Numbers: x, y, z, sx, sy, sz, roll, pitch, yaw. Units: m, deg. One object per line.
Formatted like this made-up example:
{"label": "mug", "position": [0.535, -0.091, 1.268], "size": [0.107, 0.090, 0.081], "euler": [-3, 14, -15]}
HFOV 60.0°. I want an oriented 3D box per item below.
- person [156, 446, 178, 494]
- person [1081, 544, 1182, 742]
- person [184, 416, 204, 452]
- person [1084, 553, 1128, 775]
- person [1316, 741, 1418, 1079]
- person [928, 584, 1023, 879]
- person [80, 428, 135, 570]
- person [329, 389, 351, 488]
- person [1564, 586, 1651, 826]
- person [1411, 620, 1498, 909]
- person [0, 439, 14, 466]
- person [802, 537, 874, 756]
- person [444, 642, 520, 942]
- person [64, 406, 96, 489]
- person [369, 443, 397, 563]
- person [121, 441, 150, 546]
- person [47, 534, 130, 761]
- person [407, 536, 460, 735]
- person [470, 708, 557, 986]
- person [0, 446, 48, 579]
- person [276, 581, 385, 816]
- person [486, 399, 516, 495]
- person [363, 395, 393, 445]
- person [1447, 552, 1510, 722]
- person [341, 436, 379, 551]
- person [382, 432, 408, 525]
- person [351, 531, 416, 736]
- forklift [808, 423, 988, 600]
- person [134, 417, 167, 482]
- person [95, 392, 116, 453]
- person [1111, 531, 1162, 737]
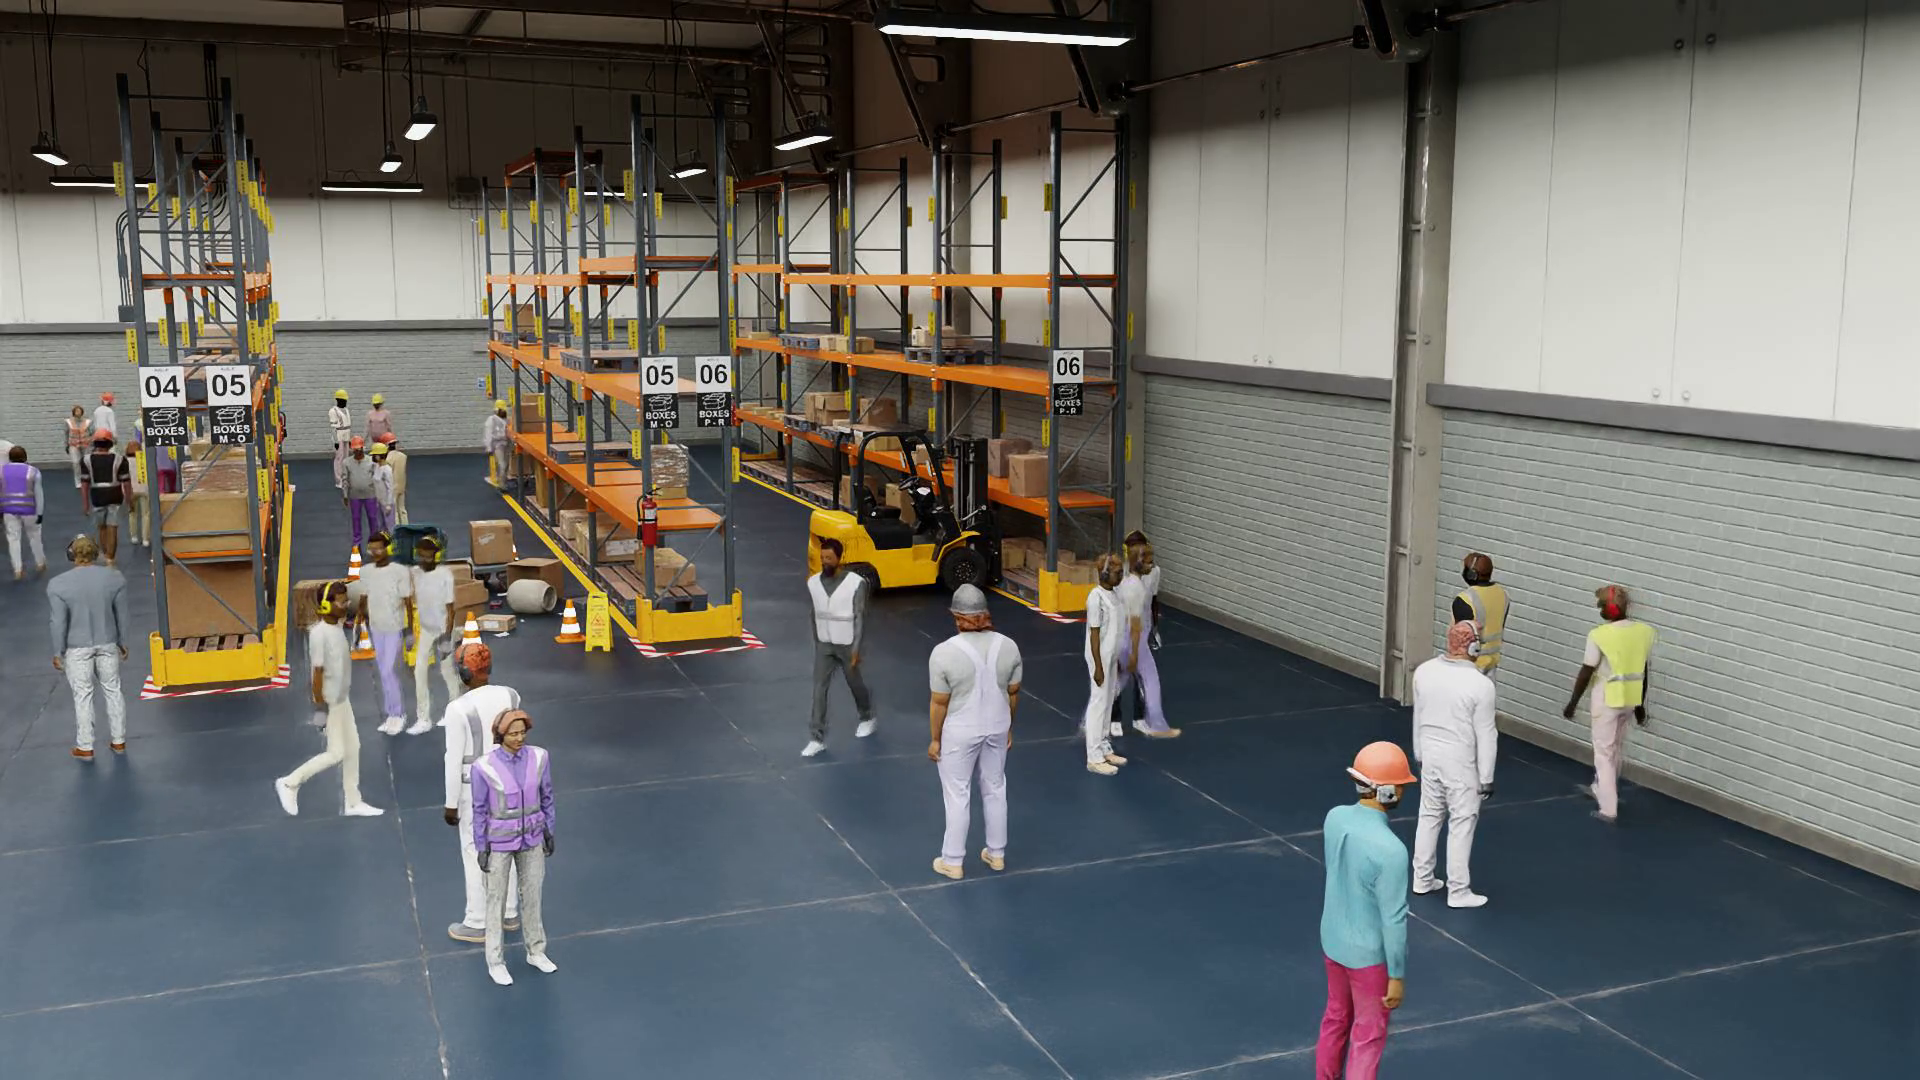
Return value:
{"label": "person", "position": [-13.670, -1.197, 28.592], "size": [0.505, 1.599, 0.814], "euler": [-4, 10, -25]}
{"label": "person", "position": [1.507, 0.915, 14.662], "size": [0.920, 1.804, 0.508], "euler": [-3, 10, -21]}
{"label": "person", "position": [-16.618, -2.494, 35.860], "size": [0.585, 1.885, 0.348], "euler": [-5, 10, -27]}
{"label": "person", "position": [1.221, 1.018, 13.861], "size": [0.345, 1.845, 0.508], "euler": [4, 10, 22]}
{"label": "person", "position": [1.916, 1.912, 7.804], "size": [0.406, 1.987, 0.608], "euler": [-3, 10, -20]}
{"label": "person", "position": [0.055, 1.298, 11.477], "size": [0.682, 2.000, 0.537], "euler": [-5, 10, -27]}
{"label": "person", "position": [-11.894, -0.563, 23.269], "size": [0.626, 2.010, 0.830], "euler": [-3, 9, -16]}
{"label": "person", "position": [-12.034, -1.970, 32.398], "size": [0.361, 1.929, 0.587], "euler": [1, 9, 7]}
{"label": "person", "position": [4.858, 1.224, 12.690], "size": [0.594, 1.805, 0.741], "euler": [-4, 10, -25]}
{"label": "person", "position": [3.253, 1.460, 10.912], "size": [0.397, 1.899, 0.660], "euler": [-6, 11, -33]}
{"label": "person", "position": [-14.756, -0.849, 25.407], "size": [0.405, 1.911, 0.636], "euler": [8, 12, 42]}
{"label": "person", "position": [-1.045, 0.887, 14.606], "size": [0.598, 1.875, 0.989], "euler": [4, 10, 23]}
{"label": "person", "position": [-2.976, 1.557, 10.371], "size": [0.369, 1.879, 0.581], "euler": [5, 10, 29]}
{"label": "person", "position": [-17.014, -1.782, 32.181], "size": [0.531, 1.606, 0.765], "euler": [-6, 11, -32]}
{"label": "person", "position": [-8.213, -0.508, 23.706], "size": [0.330, 1.769, 0.526], "euler": [-6, 11, -35]}
{"label": "person", "position": [-12.627, -0.721, 25.561], "size": [0.516, 1.604, 0.759], "euler": [-4, 10, -24]}
{"label": "person", "position": [-7.431, 0.912, 14.224], "size": [0.363, 1.939, 0.636], "euler": [8, 12, 43]}
{"label": "person", "position": [-4.749, 0.850, 15.012], "size": [0.536, 1.809, 0.804], "euler": [4, 10, 22]}
{"label": "person", "position": [-2.614, 1.778, 9.749], "size": [0.514, 1.632, 0.312], "euler": [-8, 12, -42]}
{"label": "person", "position": [-12.929, -0.402, 22.926], "size": [0.629, 1.792, 0.962], "euler": [-3, 10, -18]}
{"label": "person", "position": [-4.799, 1.219, 12.598], "size": [0.683, 1.853, 0.515], "euler": [0, 9, -2]}
{"label": "person", "position": [-8.566, -1.731, 31.229], "size": [0.523, 1.811, 0.601], "euler": [5, 10, 28]}
{"label": "person", "position": [-11.792, -2.067, 33.684], "size": [0.539, 1.717, 0.920], "euler": [1, 9, 8]}
{"label": "person", "position": [4.278, 1.015, 13.880], "size": [0.625, 1.846, 0.429], "euler": [-7, 12, -38]}
{"label": "person", "position": [-8.977, -0.693, 24.946], "size": [0.568, 1.746, 0.343], "euler": [-2, 9, -11]}
{"label": "person", "position": [-8.665, -0.771, 25.405], "size": [0.335, 1.747, 0.573], "euler": [2, 9, 14]}
{"label": "person", "position": [-5.221, 0.840, 14.972], "size": [0.518, 1.853, 0.570], "euler": [3, 9, 18]}
{"label": "forklift", "position": [-0.830, -0.399, 21.676], "size": [2.313, 2.155, 1.214], "euler": [-4, 10, -21]}
{"label": "person", "position": [-14.627, -1.603, 30.187], "size": [0.599, 1.896, 0.714], "euler": [-2, 9, -15]}
{"label": "person", "position": [-17.576, -2.176, 34.270], "size": [0.620, 1.748, 0.354], "euler": [6, 11, 32]}
{"label": "person", "position": [1.571, 0.832, 14.948], "size": [0.513, 1.871, 0.329], "euler": [-2, 9, -15]}
